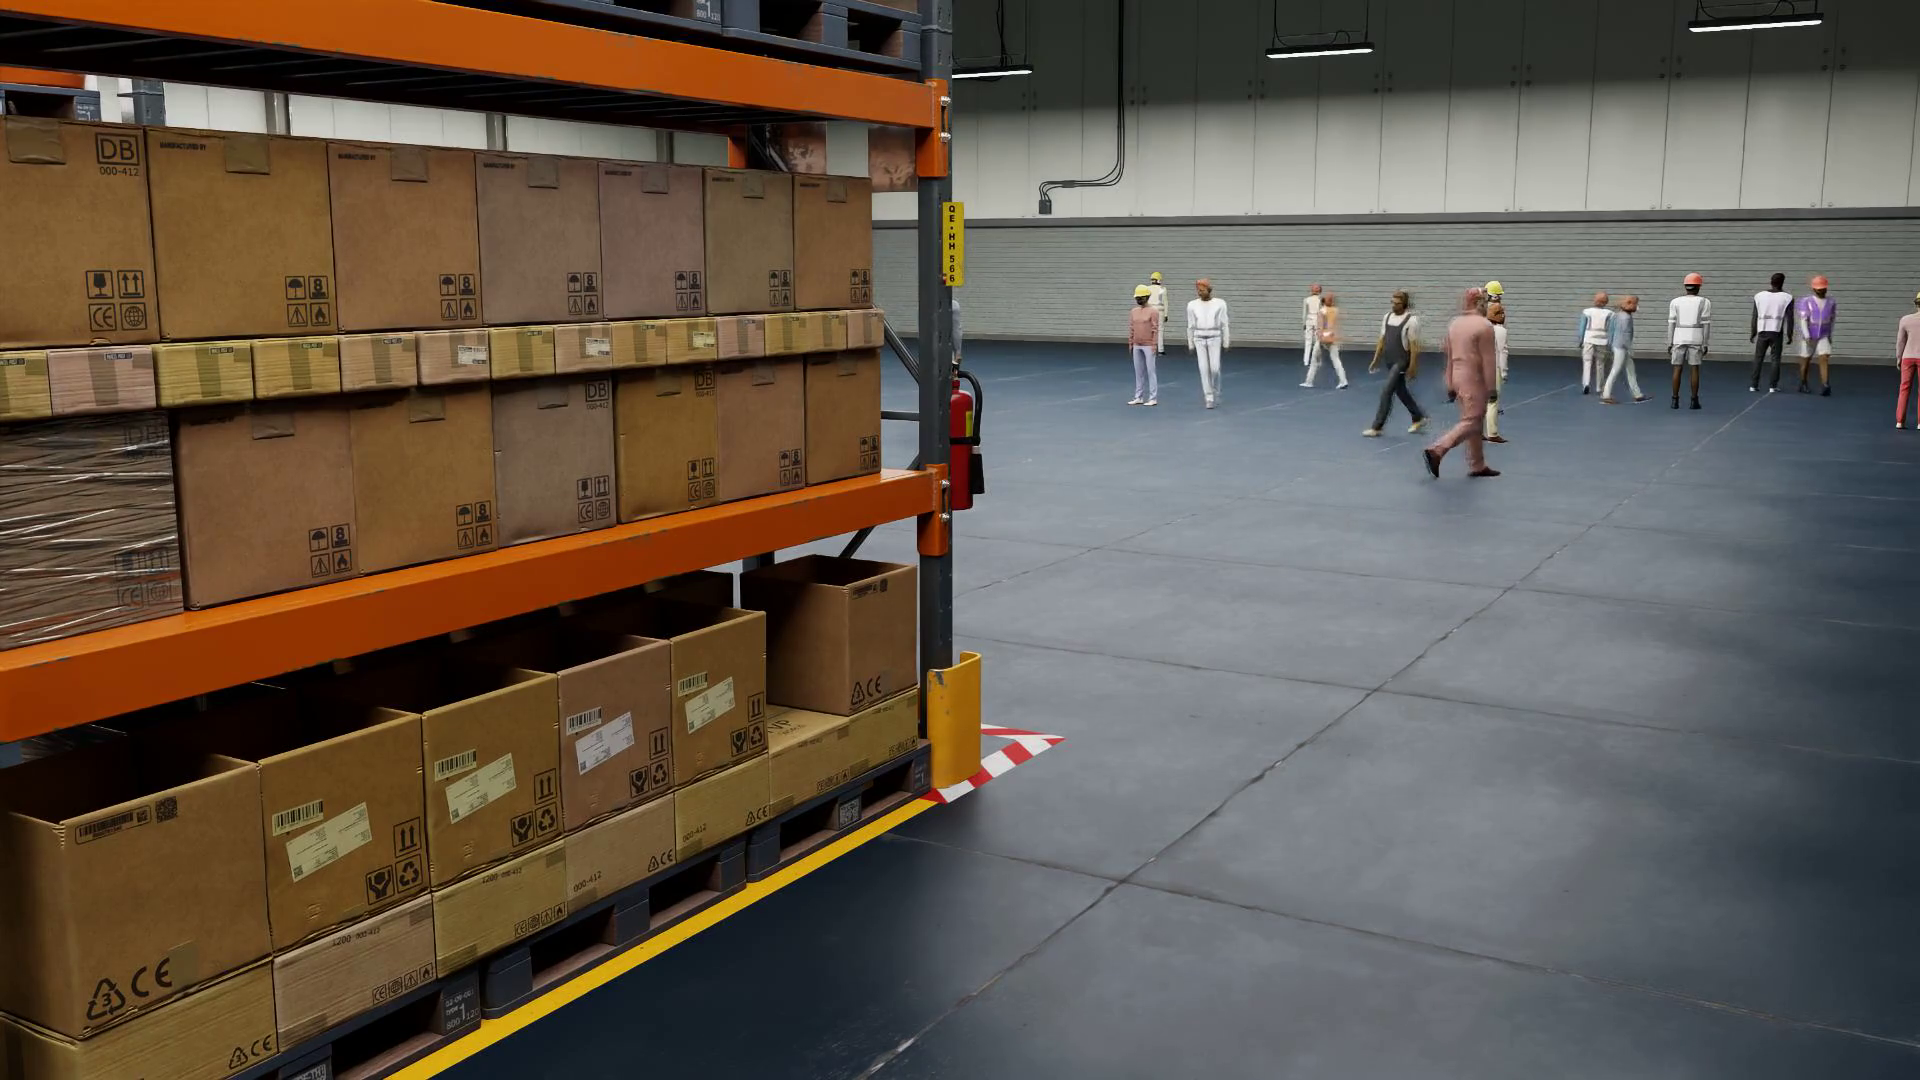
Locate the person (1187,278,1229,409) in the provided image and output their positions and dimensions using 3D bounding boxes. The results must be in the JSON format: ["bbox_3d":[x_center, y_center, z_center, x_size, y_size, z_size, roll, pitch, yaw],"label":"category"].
[{"bbox_3d":[3.519,-2.798,23.710,0.598,1.866,0.411,3,10,18],"label":"person"}]

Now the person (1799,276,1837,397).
[{"bbox_3d":[13.423,-3.191,26.052,0.537,1.877,1.022,2,10,12],"label":"person"}]

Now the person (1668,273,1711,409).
[{"bbox_3d":[10.379,-2.827,23.704,0.548,1.934,0.375,6,11,30],"label":"person"}]

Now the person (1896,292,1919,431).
[{"bbox_3d":[12.017,-2.252,20.829,0.324,1.767,0.533,-8,12,-38],"label":"person"}]

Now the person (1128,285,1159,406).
[{"bbox_3d":[2.665,-2.833,24.258,0.521,1.758,0.342,9,13,44],"label":"person"}]

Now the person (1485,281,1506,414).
[{"bbox_3d":[7.310,-2.648,22.953,0.404,1.830,0.603,-3,10,-17],"label":"person"}]

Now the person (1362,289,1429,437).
[{"bbox_3d":[5.352,-2.143,20.132,0.983,1.794,0.529,-4,10,-22],"label":"person"}]

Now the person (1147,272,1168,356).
[{"bbox_3d":[4.280,-4.937,36.383,0.587,1.822,0.403,4,11,23],"label":"person"}]

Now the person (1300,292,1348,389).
[{"bbox_3d":[6.041,-3.277,27.337,0.514,1.596,0.867,-7,12,-35],"label":"person"}]

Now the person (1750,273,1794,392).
[{"bbox_3d":[13.016,-3.312,26.682,0.611,1.888,0.416,7,12,36],"label":"person"}]

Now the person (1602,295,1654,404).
[{"bbox_3d":[9.854,-2.783,24.418,0.755,1.598,0.517,4,11,23],"label":"person"}]

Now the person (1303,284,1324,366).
[{"bbox_3d":[7.025,-4.247,32.914,0.515,1.631,0.316,6,12,33],"label":"person"}]

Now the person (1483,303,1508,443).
[{"bbox_3d":[6.212,-1.952,19.458,0.279,1.634,0.499,-5,11,-25],"label":"person"}]

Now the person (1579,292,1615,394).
[{"bbox_3d":[10.088,-3.122,26.367,0.521,1.611,0.768,3,10,18],"label":"person"}]

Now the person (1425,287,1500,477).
[{"bbox_3d":[4.959,-1.531,16.274,0.808,1.884,0.643,-2,10,-10],"label":"person"}]

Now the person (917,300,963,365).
[{"bbox_3d":[-0.243,-2.409,21.240,0.630,1.940,0.370,6,11,29],"label":"person"}]
